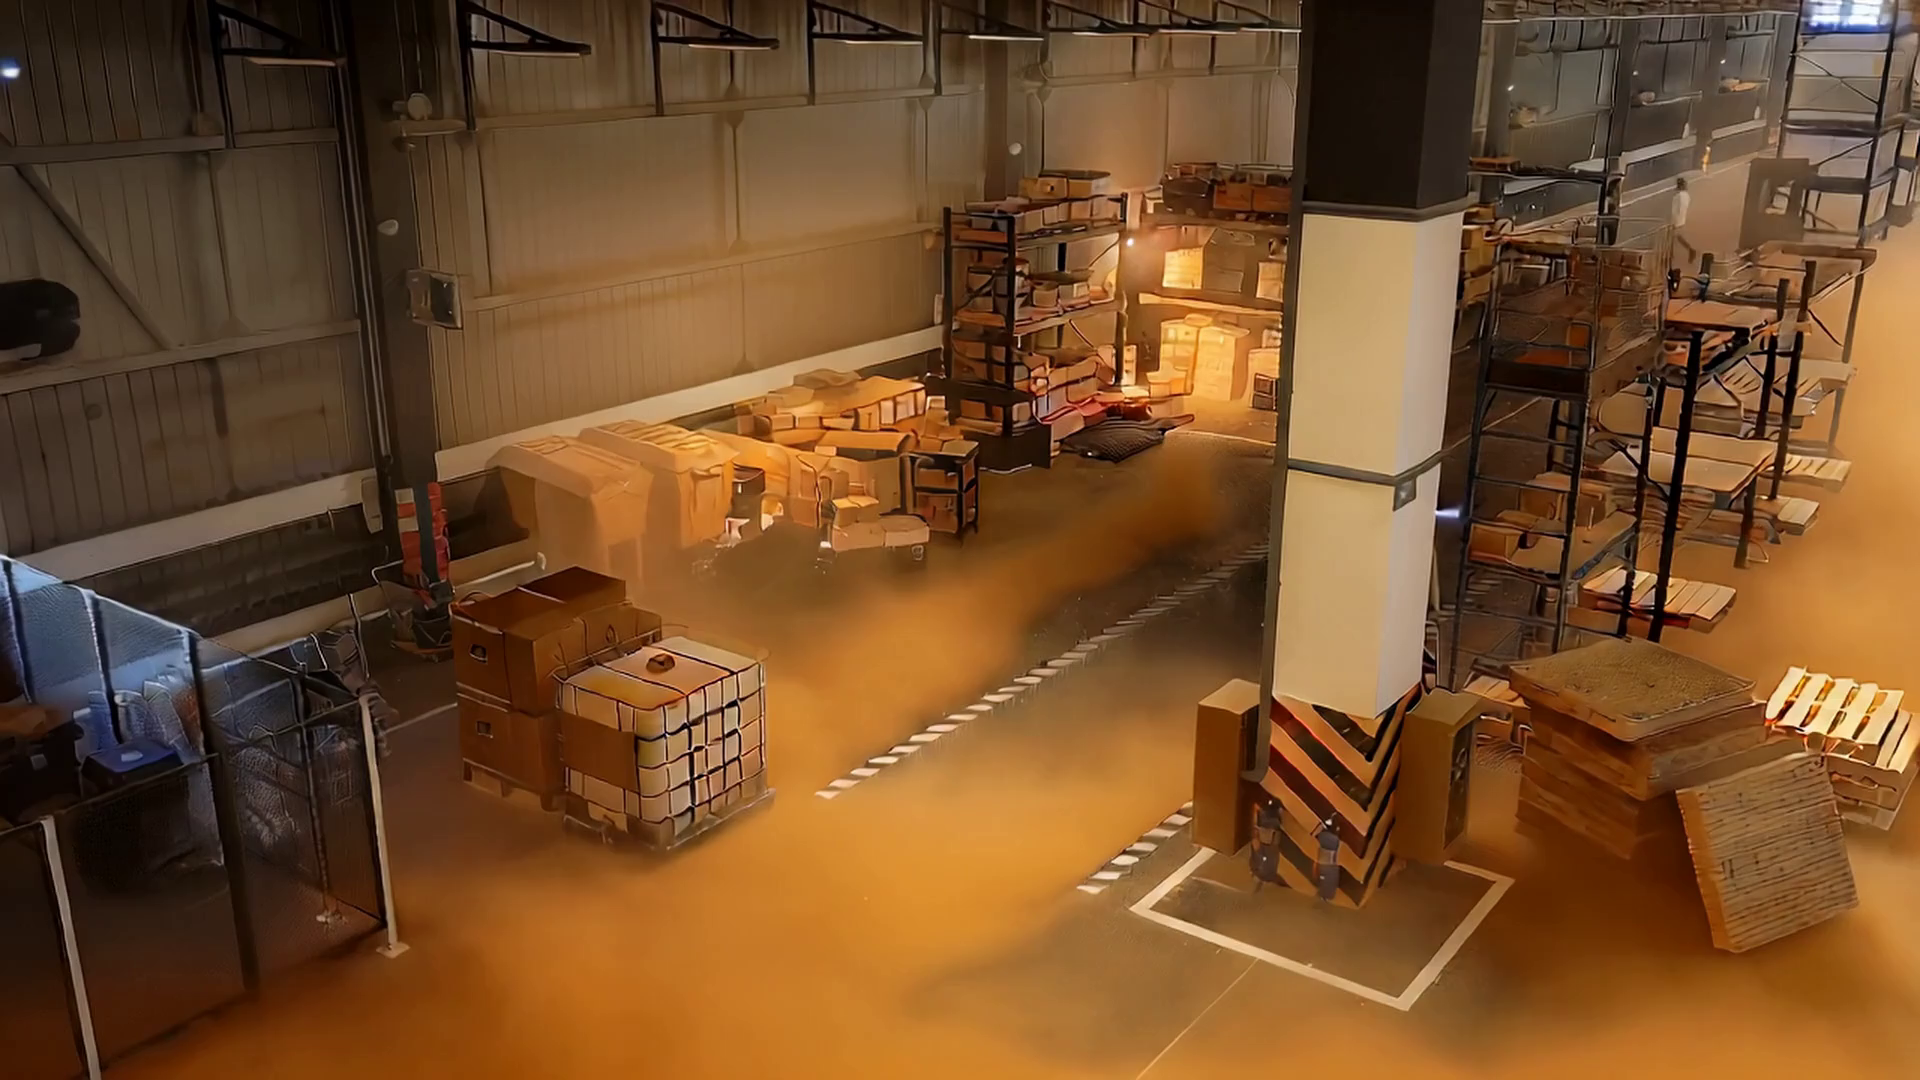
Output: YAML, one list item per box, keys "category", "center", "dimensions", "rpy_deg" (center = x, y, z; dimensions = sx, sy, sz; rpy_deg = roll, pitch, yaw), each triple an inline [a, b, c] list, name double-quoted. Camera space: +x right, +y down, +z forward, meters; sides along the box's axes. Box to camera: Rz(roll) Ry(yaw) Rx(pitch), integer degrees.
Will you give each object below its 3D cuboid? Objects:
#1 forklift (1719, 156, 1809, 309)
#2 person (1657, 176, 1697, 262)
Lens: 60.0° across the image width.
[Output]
- category: "forklift"
  center: [15.283, -5.815, 31.417]
  dimensions: [1.129, 2.768, 1.873]
  rpy_deg: [13, 22, 34]
- category: "person"
  center: [15.964, -7.078, 36.814]
  dimensions: [0.552, 1.920, 0.800]
  rpy_deg: [-11, 21, -29]
